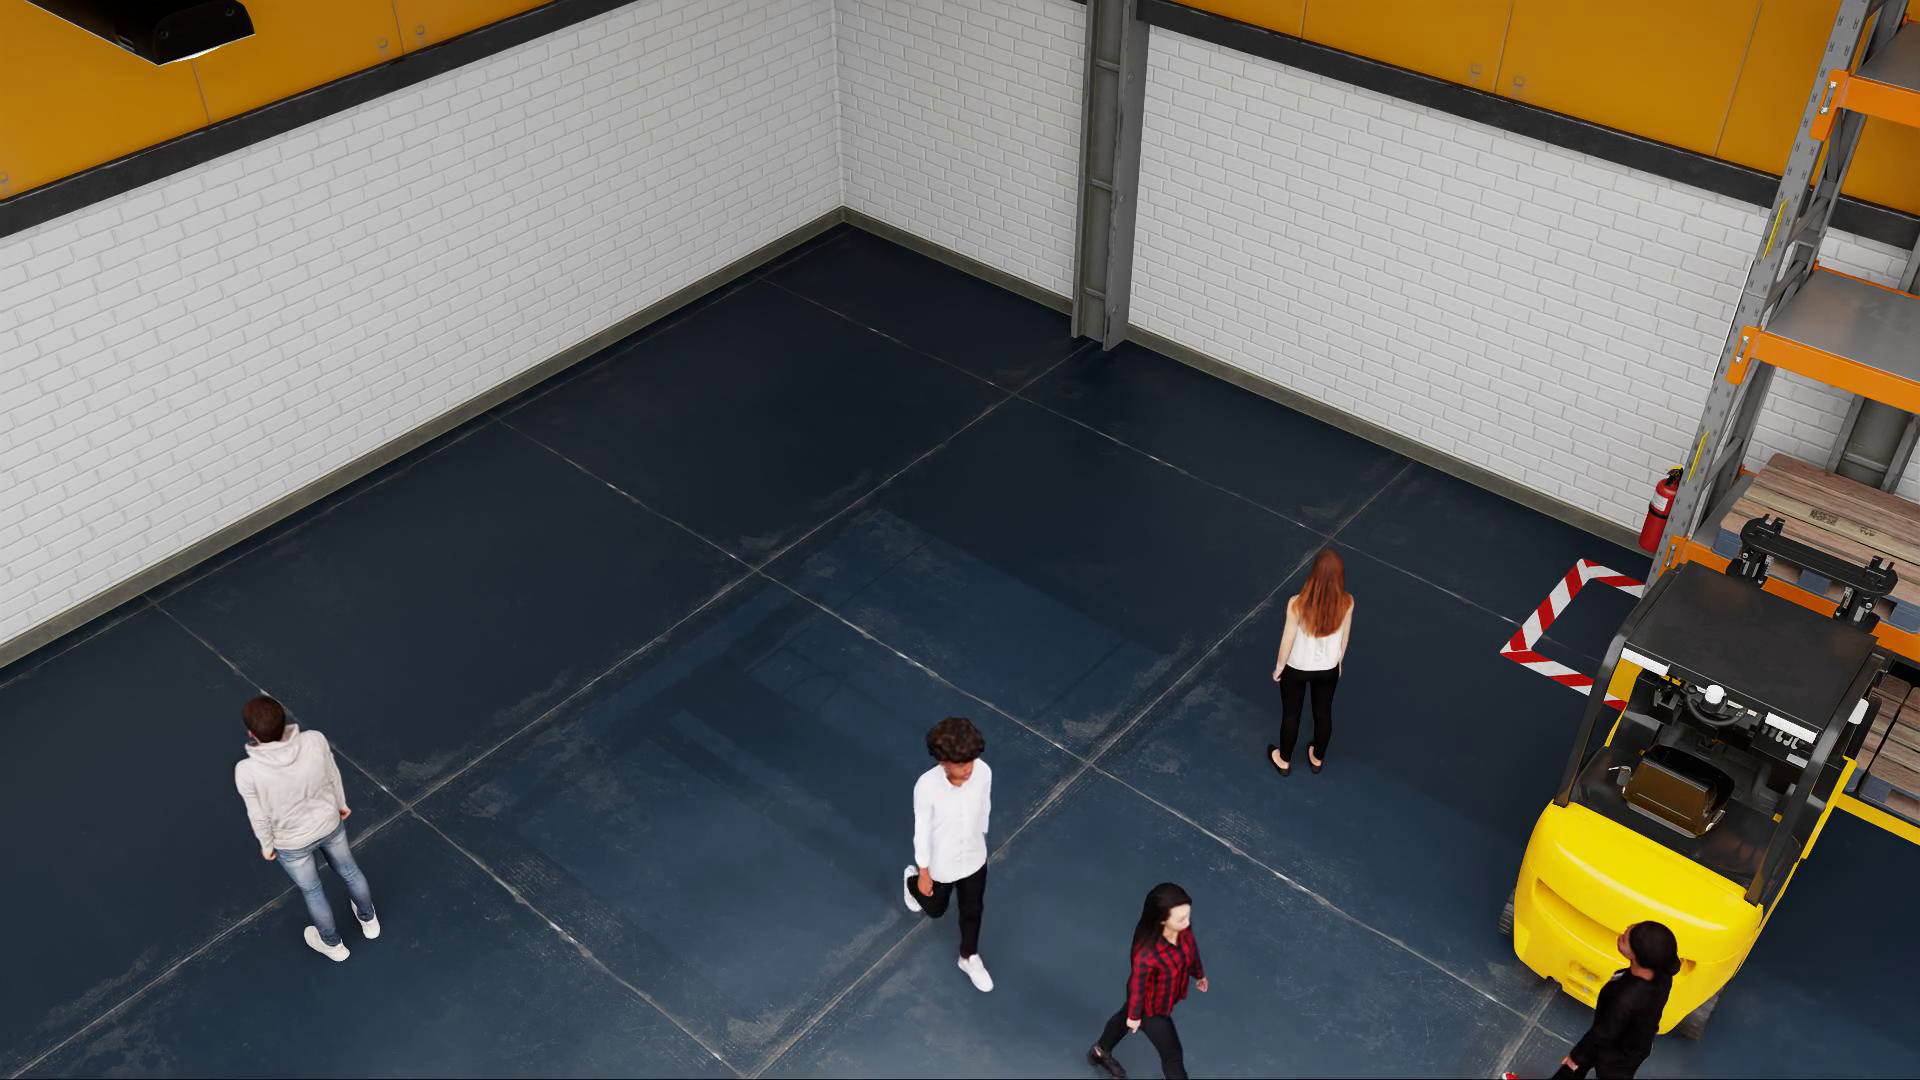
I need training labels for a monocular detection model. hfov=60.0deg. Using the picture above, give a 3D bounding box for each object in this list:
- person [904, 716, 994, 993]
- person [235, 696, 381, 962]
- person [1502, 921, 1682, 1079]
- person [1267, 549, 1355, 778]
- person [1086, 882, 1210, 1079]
[{"bbox_3d":[-0.087,1.611,8.874,0.896,1.786,1.121,-18,42,-21],"label":"person"},{"bbox_3d":[-3.499,1.544,8.904,0.562,1.853,0.665,30,47,32],"label":"person"},{"bbox_3d":[3.214,2.468,7.919,1.099,1.638,0.601,29,47,31],"label":"person"},{"bbox_3d":[2.118,0.758,9.994,0.637,1.722,0.702,-3,39,-3],"label":"person"},{"bbox_3d":[0.880,2.217,8.248,1.064,1.620,0.698,21,43,24],"label":"person"}]
